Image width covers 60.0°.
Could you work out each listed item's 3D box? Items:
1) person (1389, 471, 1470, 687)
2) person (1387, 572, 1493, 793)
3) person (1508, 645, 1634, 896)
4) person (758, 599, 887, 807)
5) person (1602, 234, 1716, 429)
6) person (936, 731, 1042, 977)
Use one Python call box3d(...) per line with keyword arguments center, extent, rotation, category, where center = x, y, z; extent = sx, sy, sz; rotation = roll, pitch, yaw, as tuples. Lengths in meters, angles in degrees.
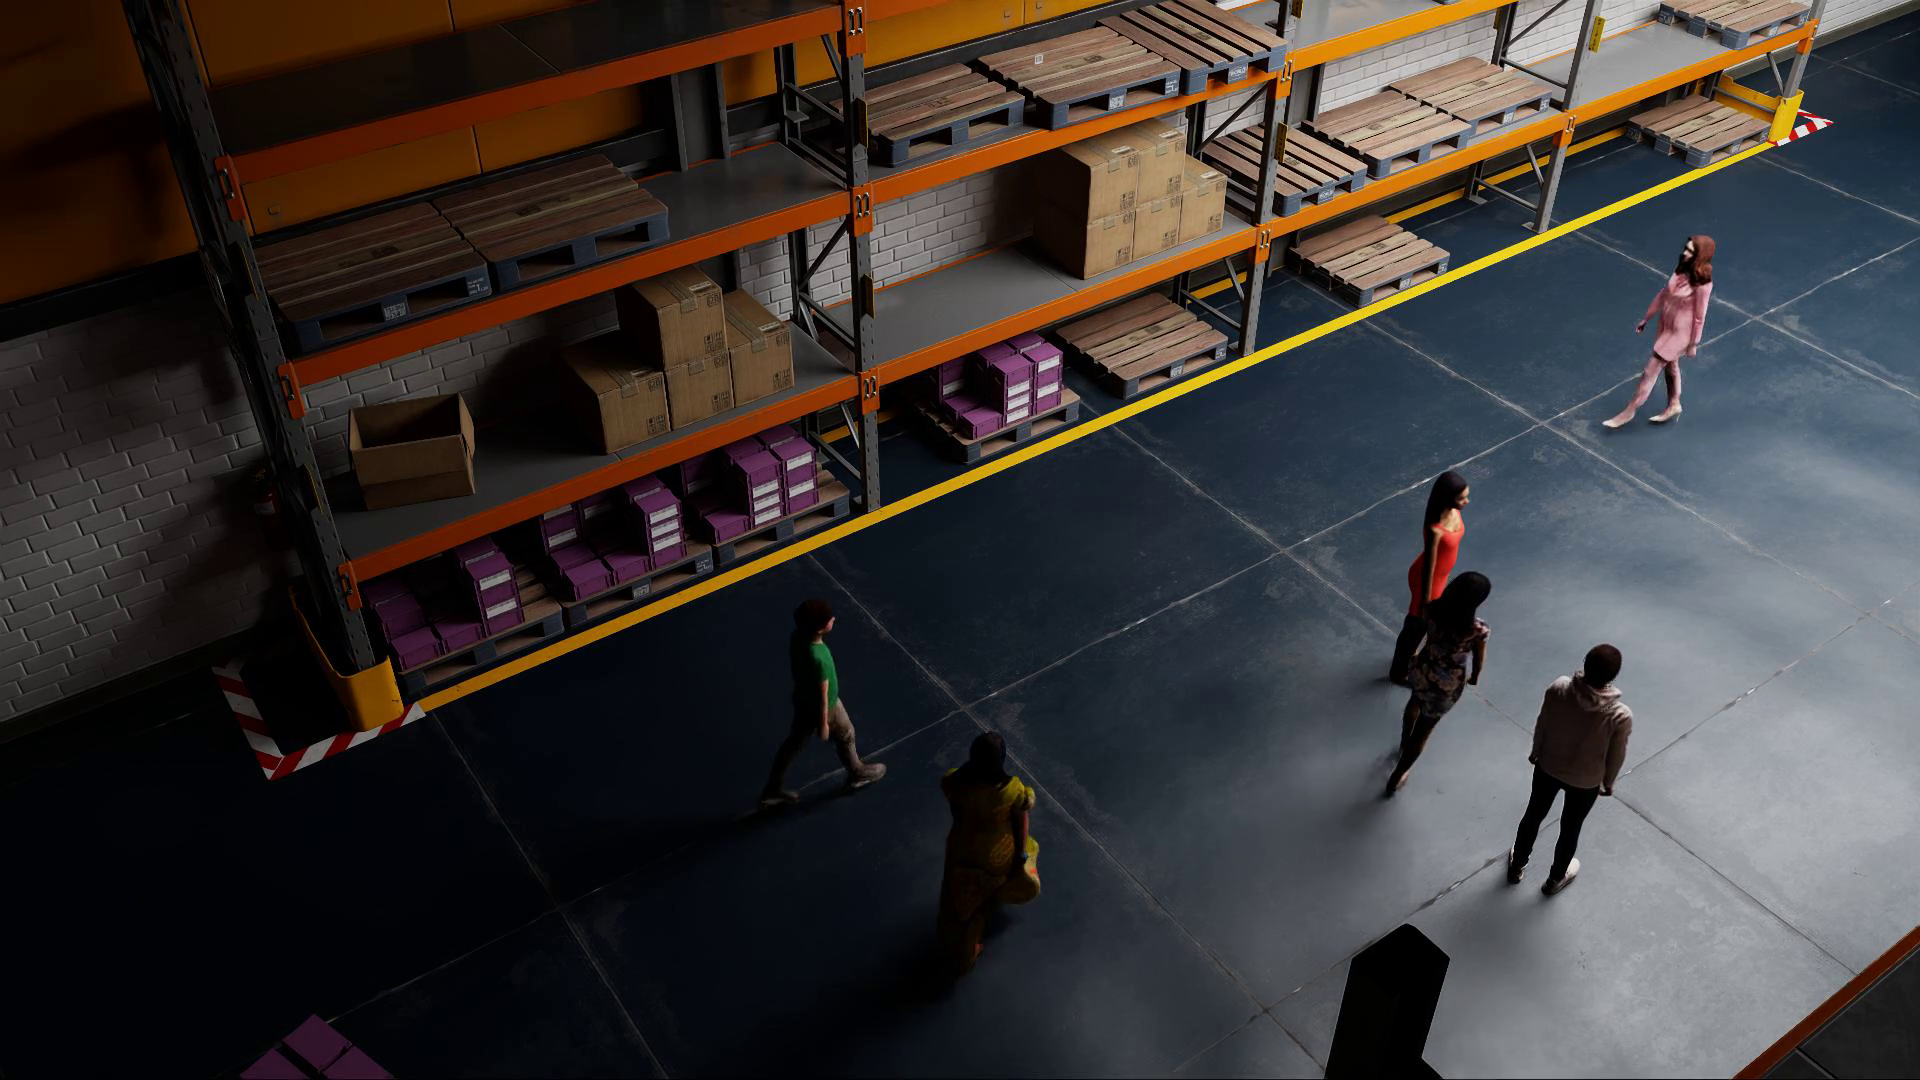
box3d(center=(3.149, 0.249, 11.185), extent=(0.718, 1.717, 0.610), rotation=(16, 41, 19), category="person")
box3d(center=(2.929, 0.935, 10.336), extent=(0.800, 1.707, 0.962), rotation=(22, 44, 25), category="person")
box3d(center=(3.553, 1.338, 9.713), extent=(0.745, 1.853, 0.714), rotation=(21, 43, 24), category="person")
box3d(center=(-0.969, 1.038, 10.277), extent=(1.124, 1.618, 0.700), rotation=(-18, 42, -21), category="person")
box3d(center=(5.913, -1.686, 13.566), extent=(1.061, 1.772, 0.899), rotation=(-3, 39, -3), category="person")
box3d(center=(0.123, 1.788, 9.335), extent=(1.209, 1.621, 1.322), rotation=(8, 39, 10), category="person")
